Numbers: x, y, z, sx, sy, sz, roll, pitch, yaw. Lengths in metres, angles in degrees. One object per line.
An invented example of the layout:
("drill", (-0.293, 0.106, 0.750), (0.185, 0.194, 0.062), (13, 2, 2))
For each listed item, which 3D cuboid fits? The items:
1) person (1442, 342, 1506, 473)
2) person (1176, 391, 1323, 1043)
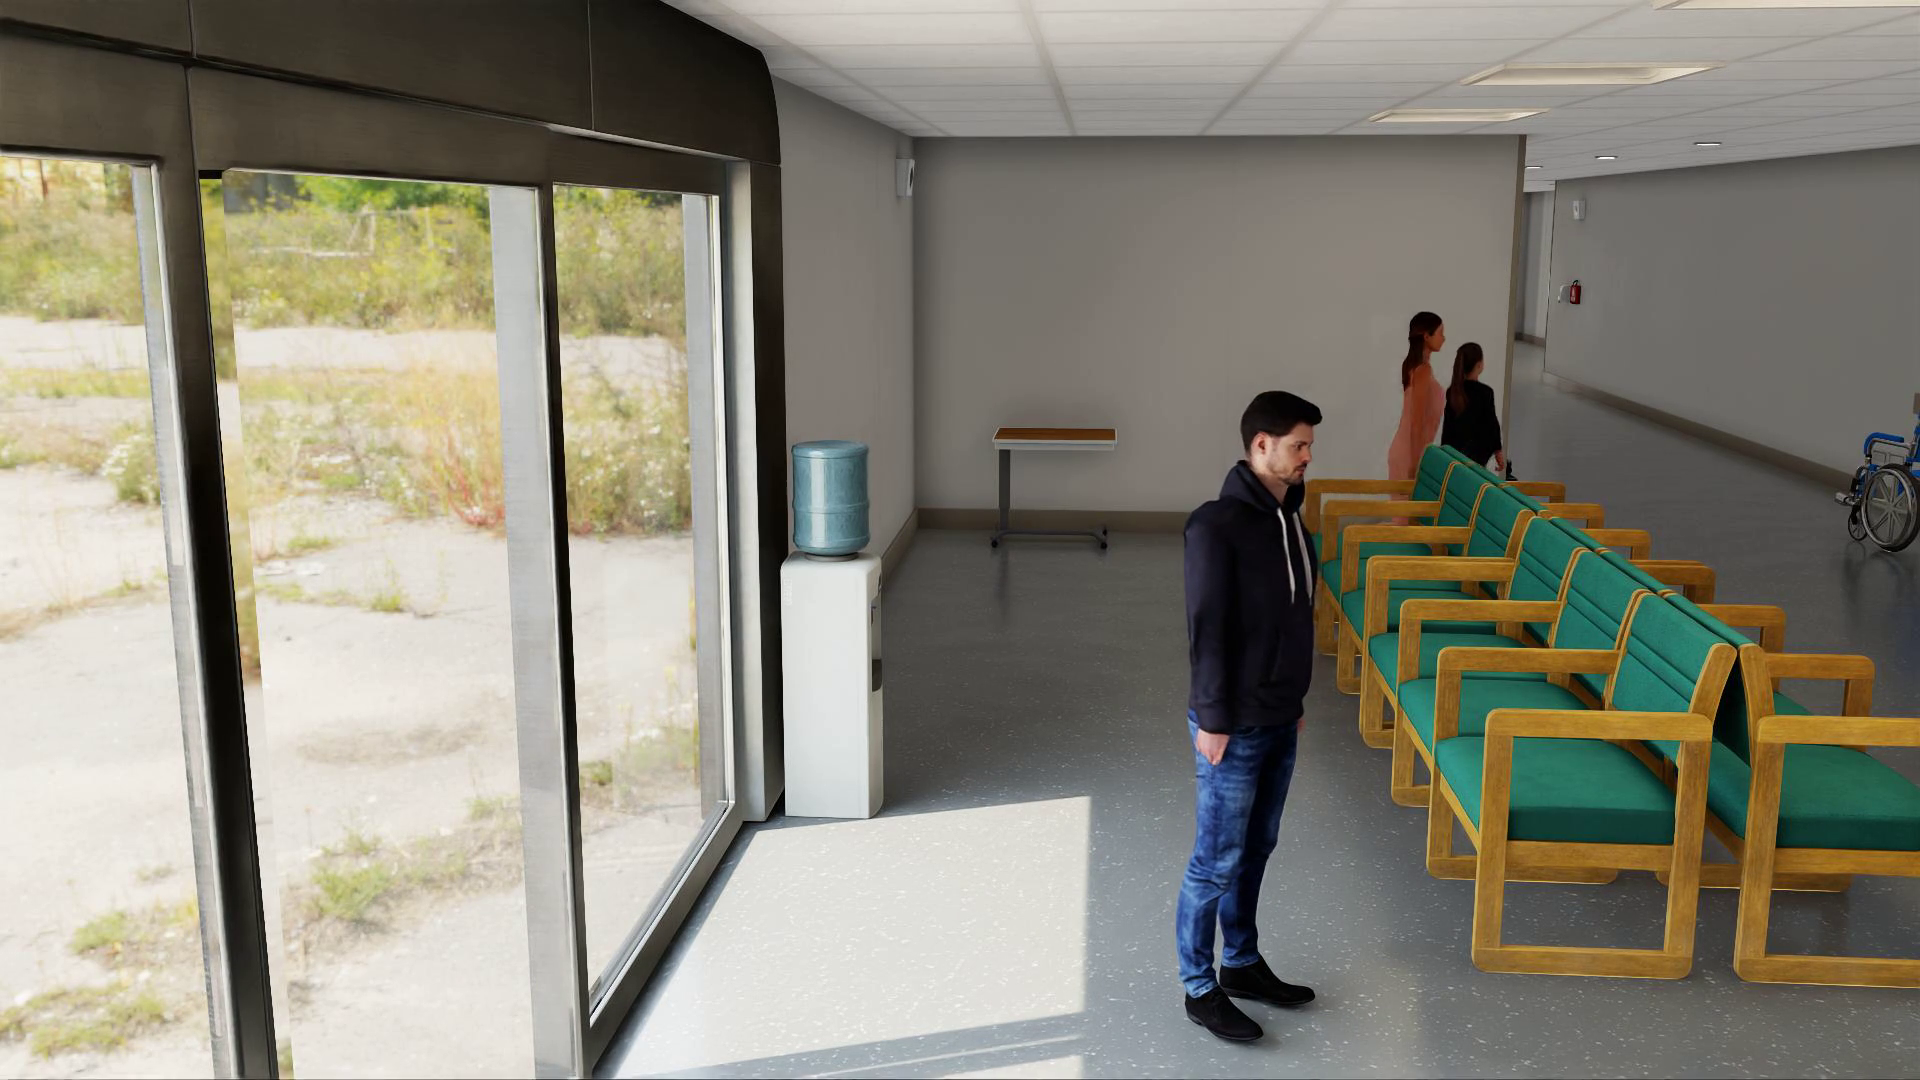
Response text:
("person", (3.460, -0.561, 11.443), (1.077, 1.519, 0.990), (-8, 14, -38))
("person", (0.834, 0.494, 4.885), (0.776, 1.890, 0.760), (9, 14, 39))
